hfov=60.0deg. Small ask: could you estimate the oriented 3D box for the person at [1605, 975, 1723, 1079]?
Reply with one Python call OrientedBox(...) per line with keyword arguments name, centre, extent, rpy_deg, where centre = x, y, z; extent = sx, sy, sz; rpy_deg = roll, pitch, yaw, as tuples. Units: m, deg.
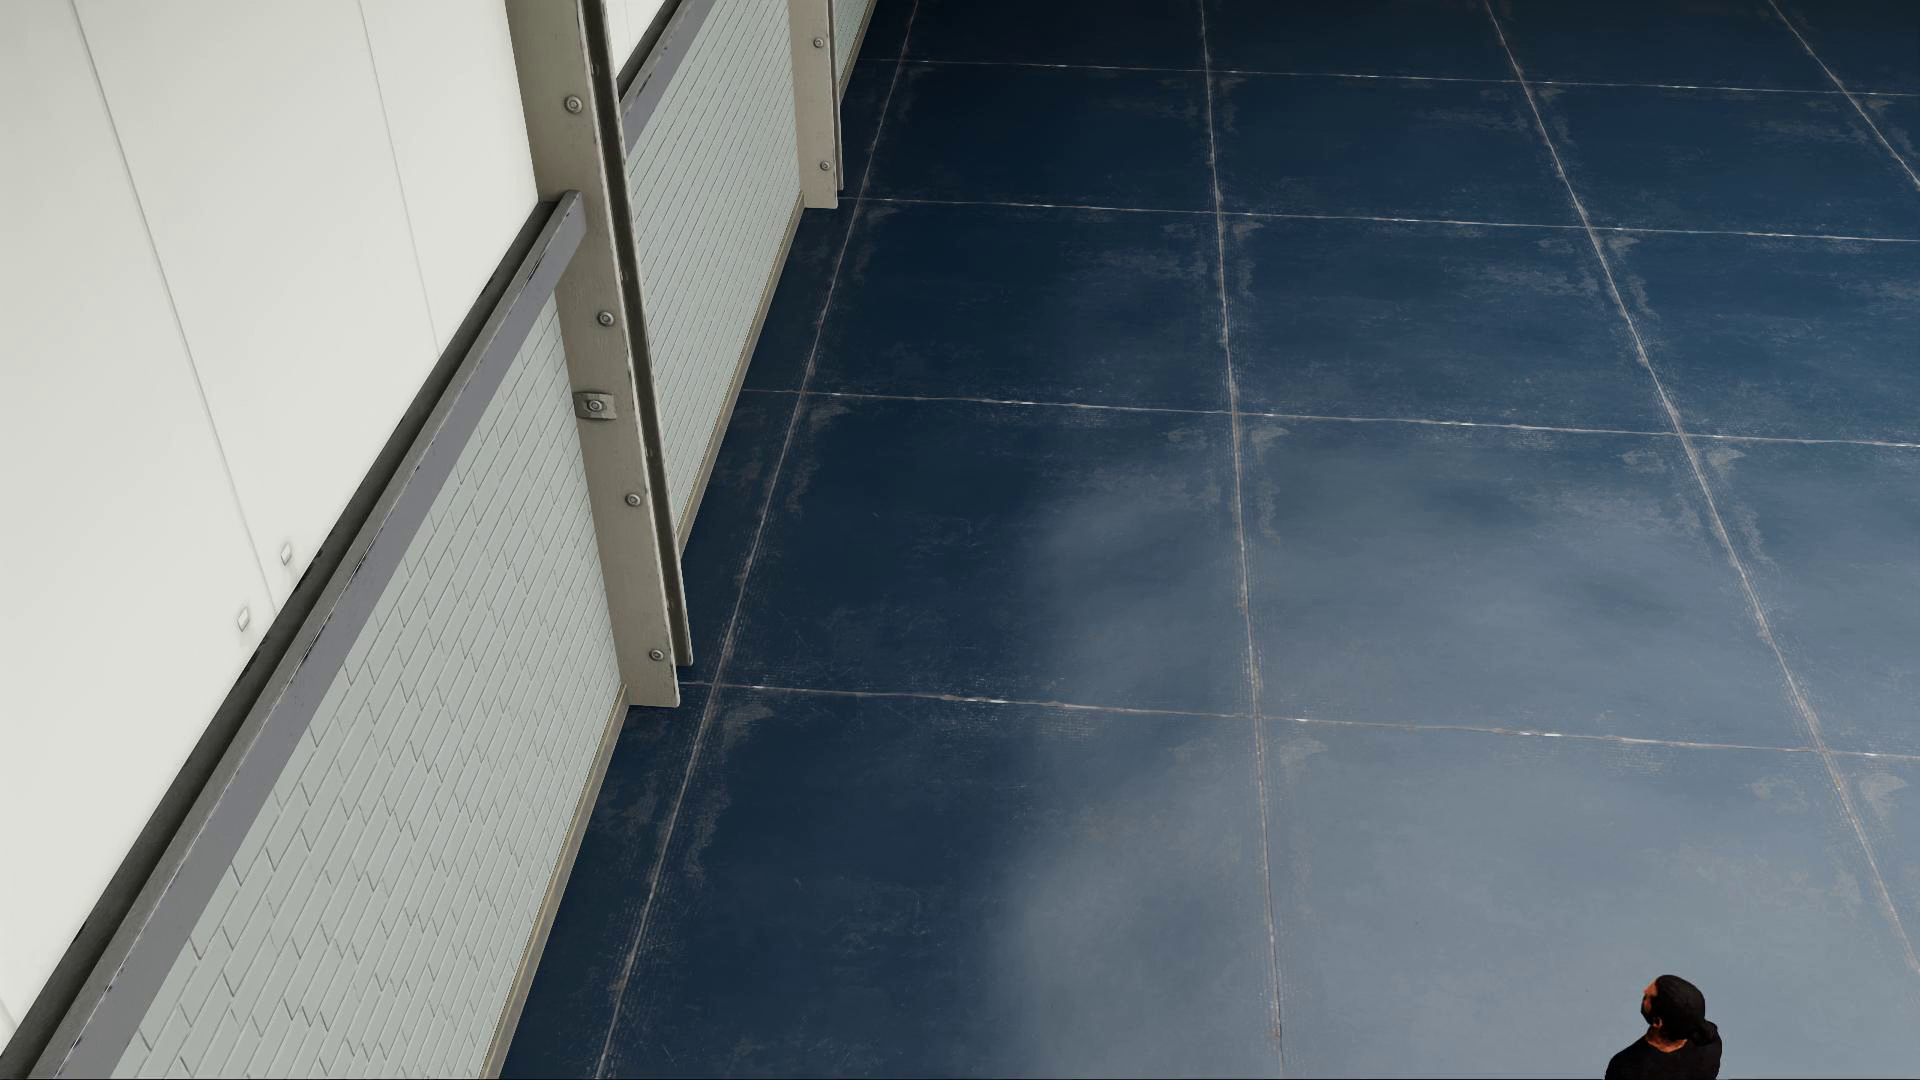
OrientedBox(name="person", centre=(2.491, 2.249, 6.021), extent=(0.750, 1.747, 0.766), rpy_deg=(-15, 40, -18))
